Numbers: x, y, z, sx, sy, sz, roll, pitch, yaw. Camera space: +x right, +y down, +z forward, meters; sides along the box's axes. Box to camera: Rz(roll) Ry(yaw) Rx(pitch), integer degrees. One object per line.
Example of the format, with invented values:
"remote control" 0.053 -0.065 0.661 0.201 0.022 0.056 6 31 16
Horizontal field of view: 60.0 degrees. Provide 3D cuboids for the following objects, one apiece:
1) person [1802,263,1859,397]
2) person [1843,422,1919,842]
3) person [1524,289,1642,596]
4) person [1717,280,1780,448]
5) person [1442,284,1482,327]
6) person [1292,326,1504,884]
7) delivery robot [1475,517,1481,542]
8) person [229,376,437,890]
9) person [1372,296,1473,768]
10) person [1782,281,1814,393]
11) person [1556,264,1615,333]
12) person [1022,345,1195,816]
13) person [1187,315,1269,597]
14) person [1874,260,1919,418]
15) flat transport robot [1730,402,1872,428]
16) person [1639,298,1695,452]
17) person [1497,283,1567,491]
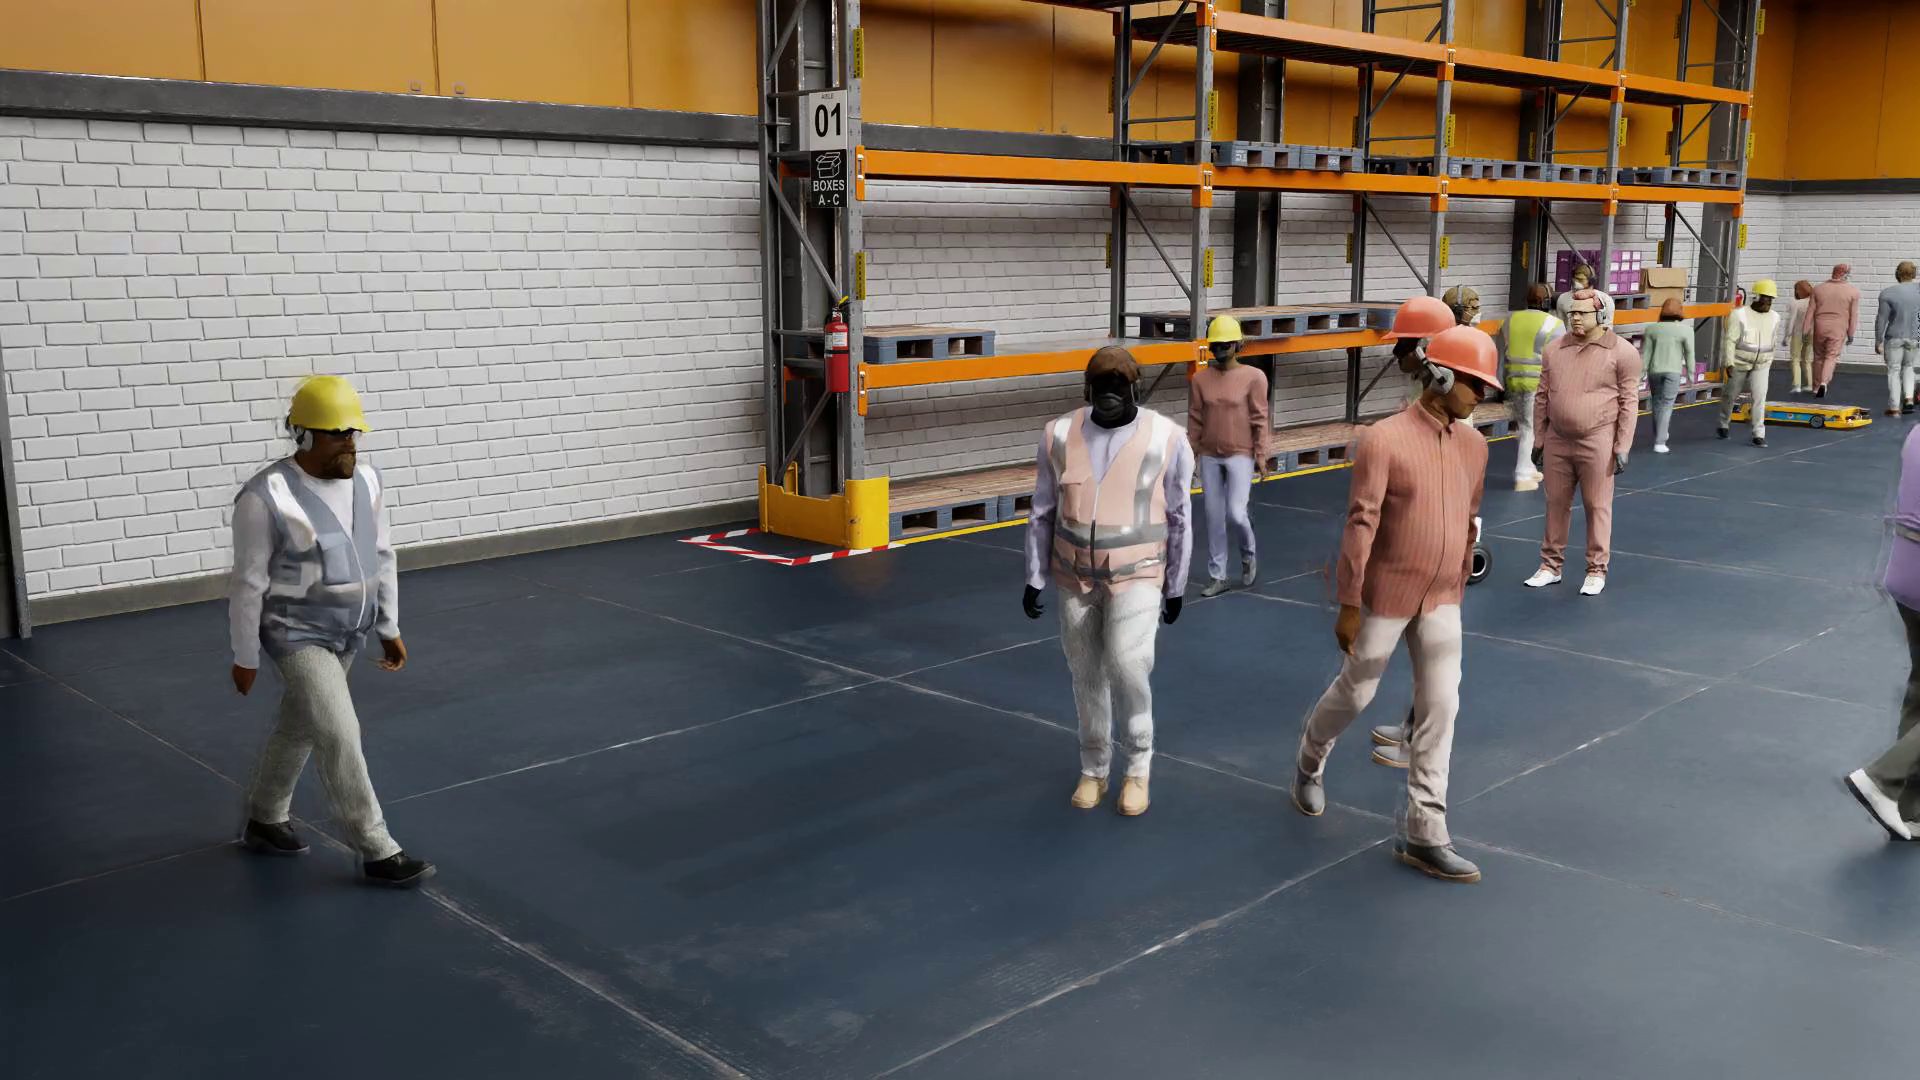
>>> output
"person" 12.134 -2.927 23.211 0.654 1.860 0.903 8 13 37
"person" 3.591 0.191 6.069 0.470 1.902 0.632 2 10 8
"person" 3.882 -0.609 10.432 0.651 1.906 0.403 10 15 44
"person" 8.494 -1.914 17.924 0.597 1.784 0.962 1 10 6
"person" 3.151 -0.684 10.795 0.369 1.932 0.623 3 11 17
"person" 1.594 0.177 6.082 0.677 1.930 0.985 -4 11 -22
"delivery robot" 3.008 -0.044 10.781 0.707 0.478 0.477 -4 11 -20
"person" -2.255 0.310 5.806 0.909 1.779 0.577 4 11 20
"person" 1.958 -0.031 7.065 0.401 1.990 0.618 3 11 15
"person" 12.008 -2.884 23.694 0.523 1.602 0.467 -3 11 -15
"person" 6.663 -1.986 17.868 0.627 1.935 0.372 9 13 39
"person" 0.557 0.167 6.439 0.628 1.830 0.511 5 11 23
"person" 1.662 -0.519 10.334 0.549 1.752 0.407 7 13 35
"person" 11.582 -2.465 20.477 0.639 1.928 0.430 1 10 7
"flat transport robot" 9.965 -1.504 19.772 0.652 0.197 1.431 -10 14 -44
"person" 7.425 -1.734 17.438 0.534 1.583 0.850 9 14 40
"person" 5.150 -1.355 14.746 0.768 1.814 0.650 -7 13 -35
